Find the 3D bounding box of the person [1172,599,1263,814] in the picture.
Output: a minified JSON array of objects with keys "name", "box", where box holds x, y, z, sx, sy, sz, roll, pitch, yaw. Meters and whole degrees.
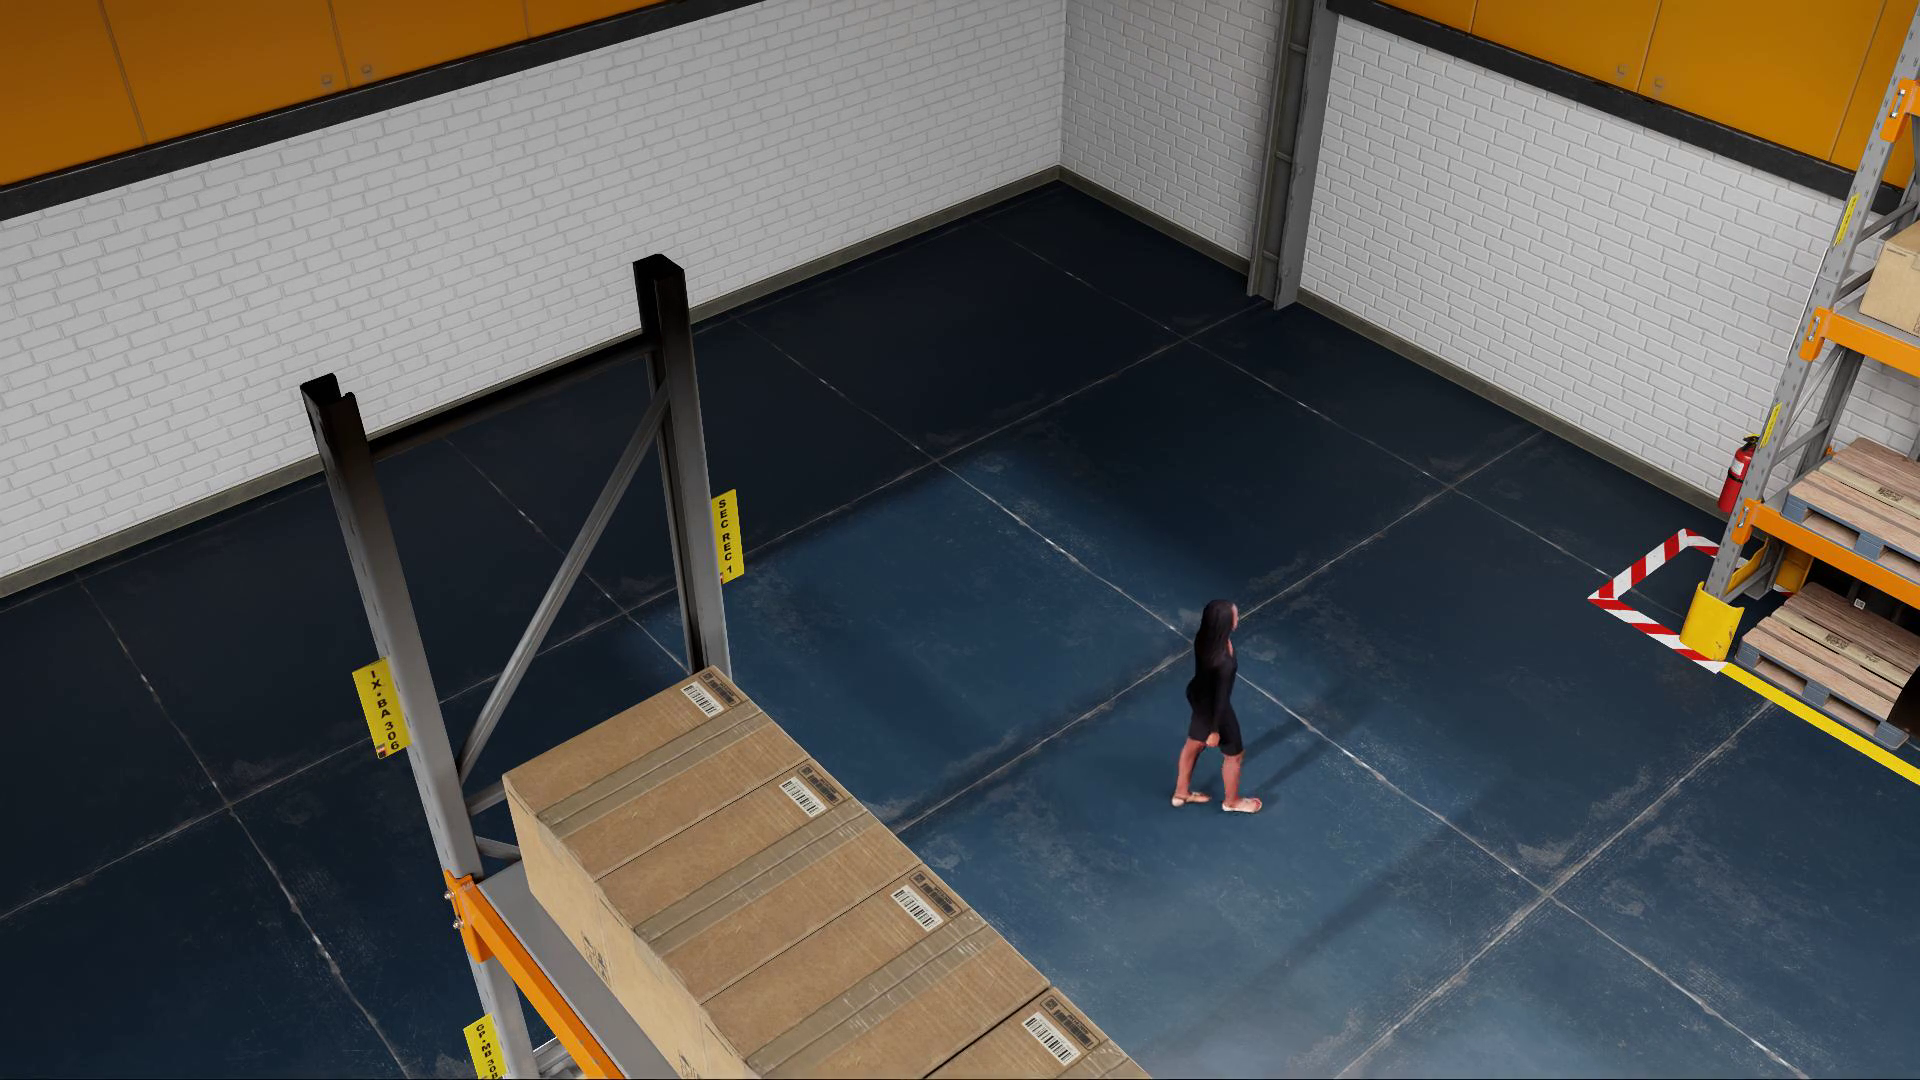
[{"name":"person","box":[1.492,1.064,10.383,0.913,1.707,0.879,-4,39,-5]}]
